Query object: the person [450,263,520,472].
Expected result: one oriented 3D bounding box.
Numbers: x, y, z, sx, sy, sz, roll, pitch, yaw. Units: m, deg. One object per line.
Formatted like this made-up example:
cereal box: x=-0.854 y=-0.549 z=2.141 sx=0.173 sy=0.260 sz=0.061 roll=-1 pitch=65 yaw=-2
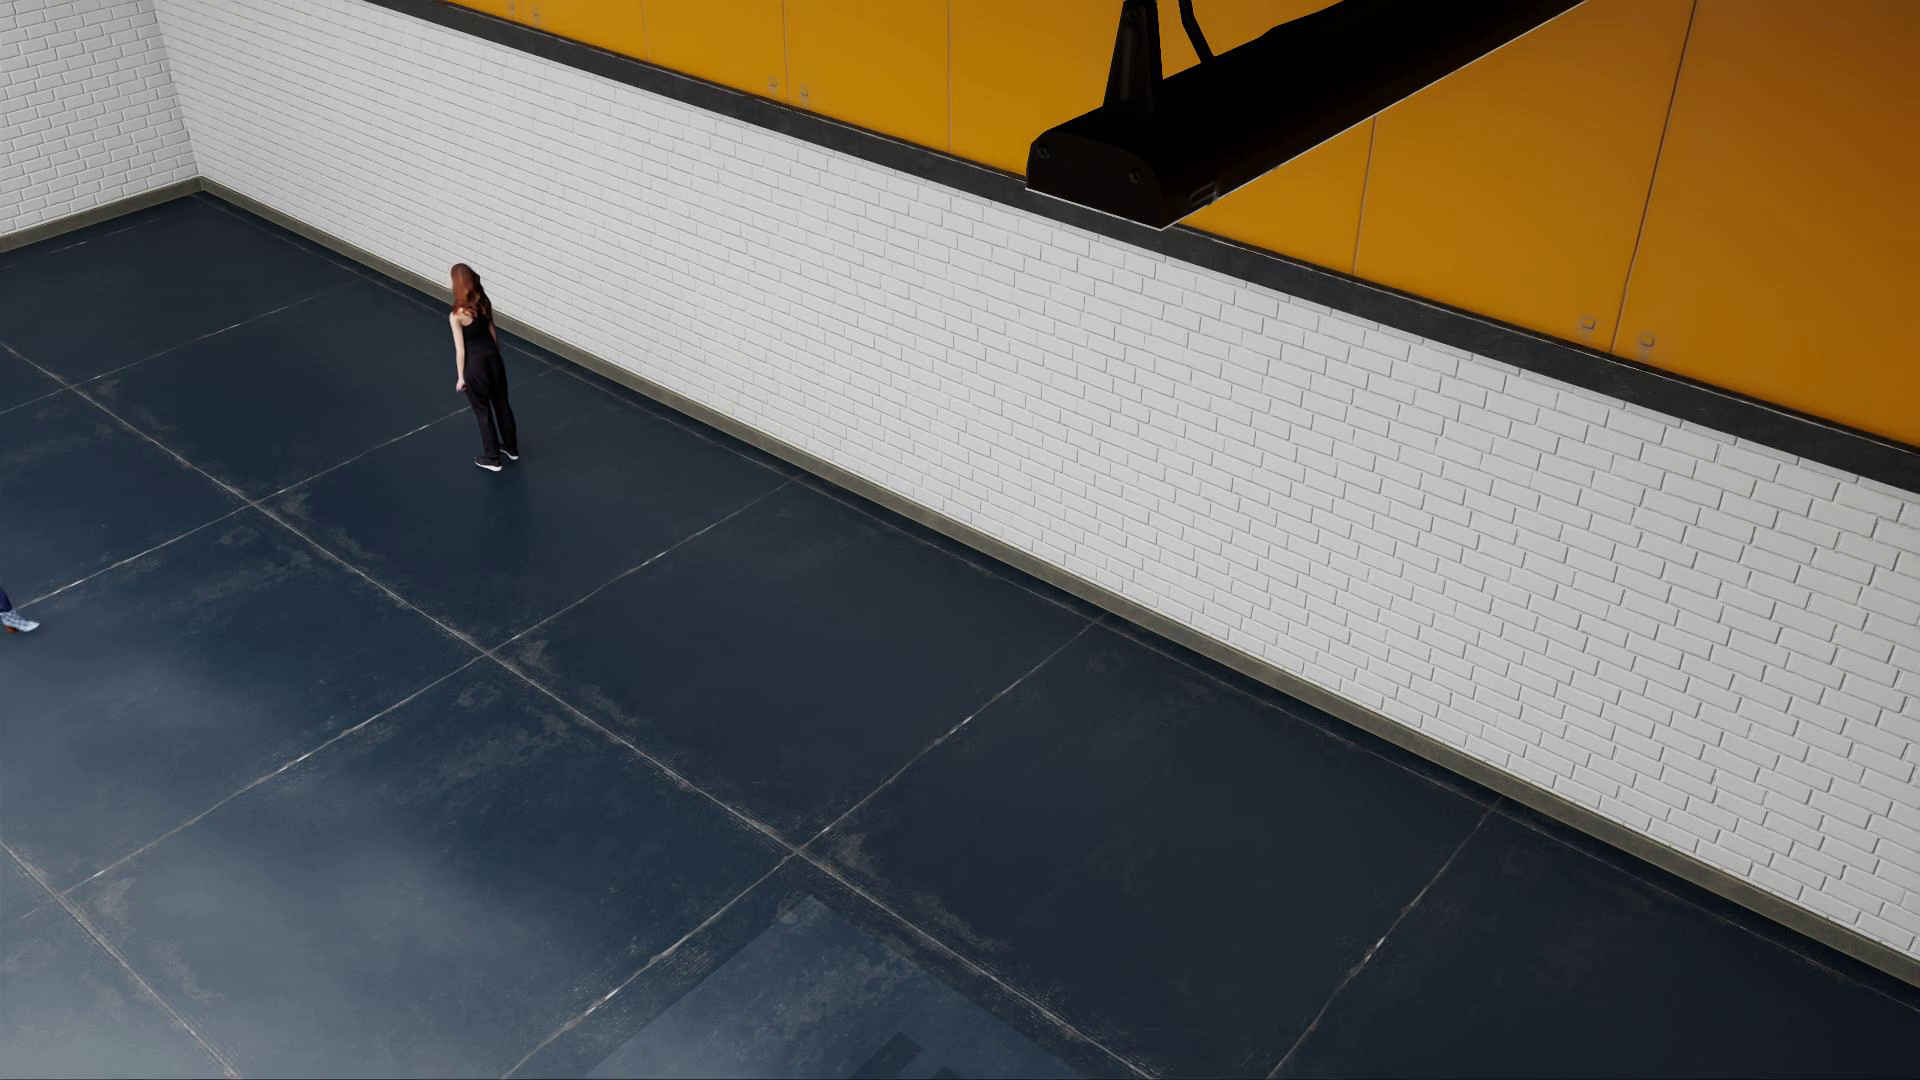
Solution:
person: x=-3.770 y=-1.370 z=13.139 sx=0.657 sy=1.745 sz=0.476 roll=21 pitch=39 yaw=29
